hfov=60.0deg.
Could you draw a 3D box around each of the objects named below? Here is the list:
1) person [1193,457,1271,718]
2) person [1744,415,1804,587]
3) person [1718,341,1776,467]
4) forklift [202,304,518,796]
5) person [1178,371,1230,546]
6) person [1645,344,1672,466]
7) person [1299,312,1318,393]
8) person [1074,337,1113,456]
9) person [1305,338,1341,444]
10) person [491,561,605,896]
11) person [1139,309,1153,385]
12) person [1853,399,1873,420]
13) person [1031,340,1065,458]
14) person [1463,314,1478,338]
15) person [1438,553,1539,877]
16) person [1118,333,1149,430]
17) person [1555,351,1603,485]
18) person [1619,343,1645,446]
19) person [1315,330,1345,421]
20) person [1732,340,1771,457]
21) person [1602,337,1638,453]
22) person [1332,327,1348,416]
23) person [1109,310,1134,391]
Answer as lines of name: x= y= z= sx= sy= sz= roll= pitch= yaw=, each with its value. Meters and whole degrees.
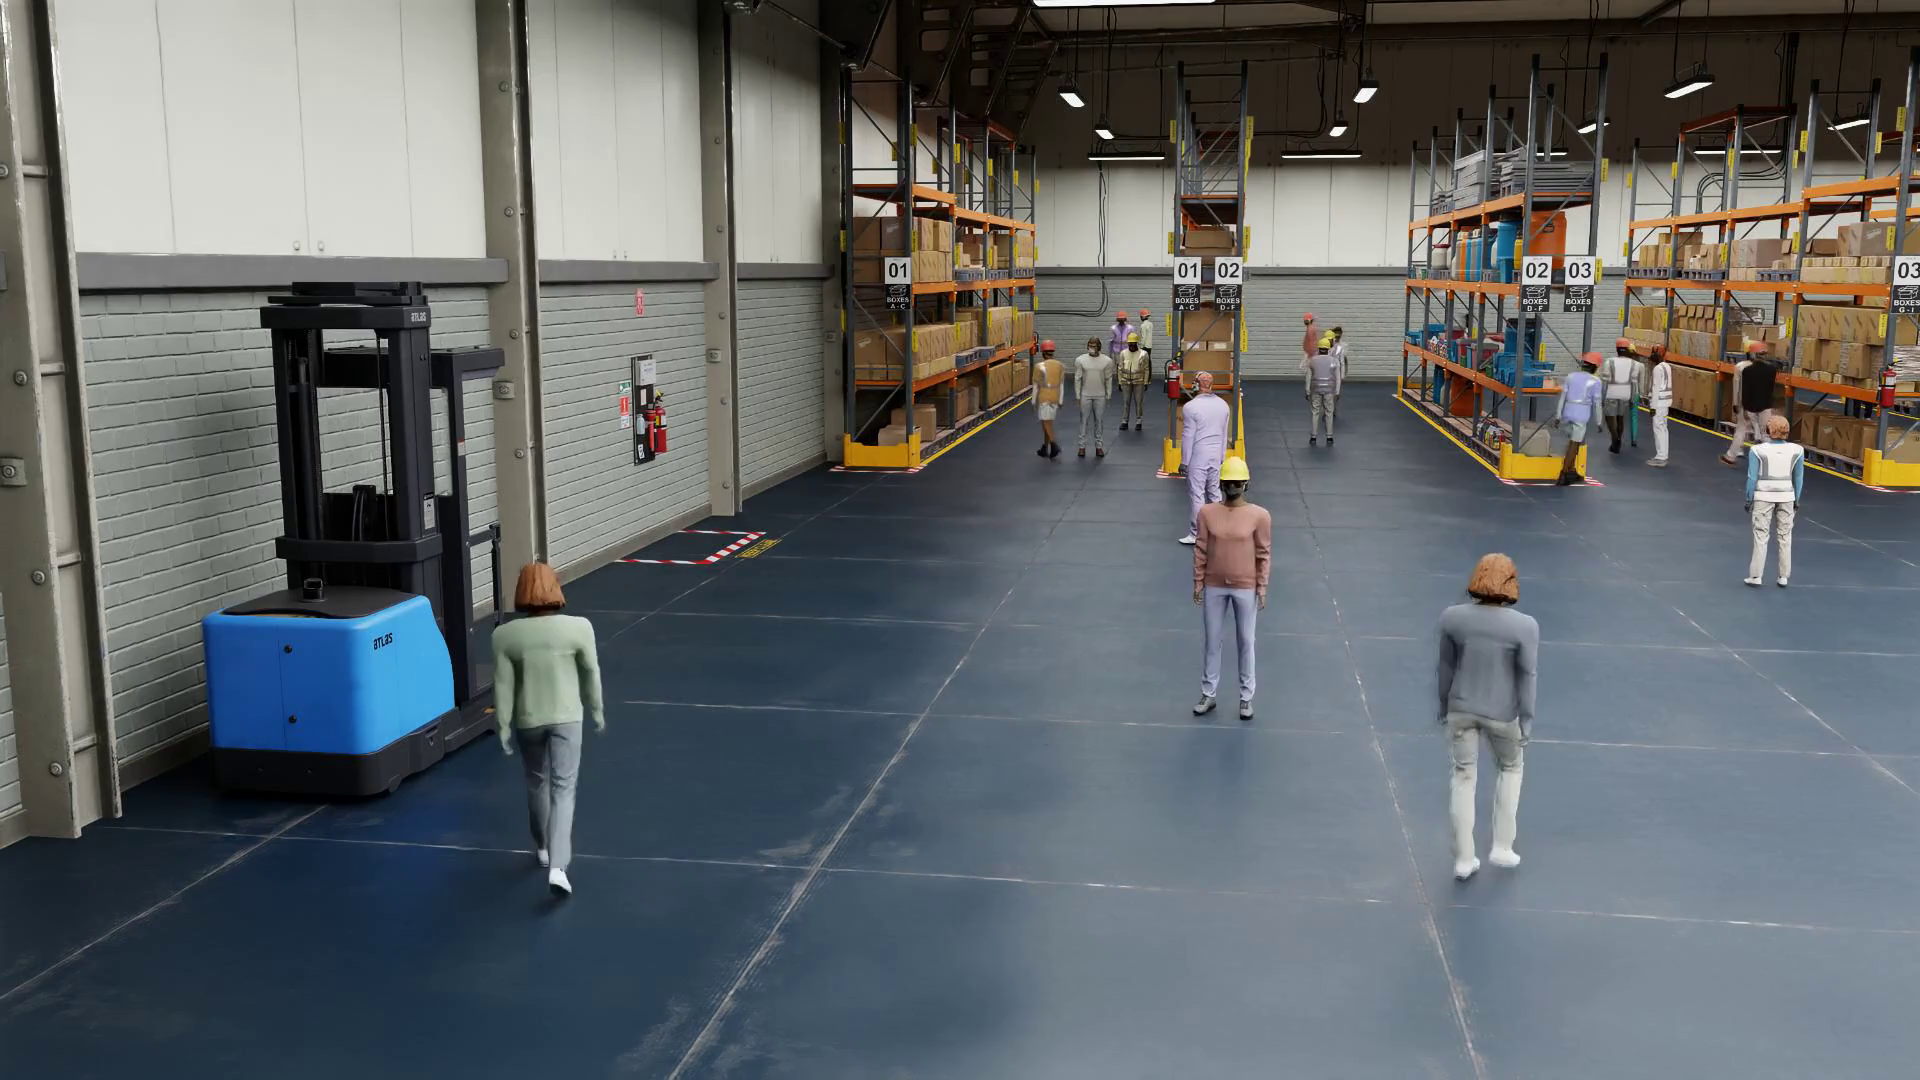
person: x=1.833 y=0.321 z=11.264 sx=0.532 sy=1.775 sz=0.341 roll=4 pitch=10 yaw=21
person: x=7.757 y=-0.366 z=15.861 sx=0.512 sy=1.639 sz=0.307 roll=1 pitch=9 yaw=7
person: x=12.014 y=-2.026 z=25.177 sx=0.619 sy=1.938 sz=1.034 roll=-2 pitch=9 yaw=-10
forklift: x=-3.673 y=-0.038 z=10.147 sx=1.129 sy=2.768 sz=1.873 roll=1 pitch=9 yaw=9
person: x=2.656 y=-0.901 z=18.333 sx=0.642 sy=1.909 sz=0.399 roll=-6 pitch=11 yaw=-34
person: x=10.869 y=-2.099 z=25.854 sx=0.362 sy=1.874 sz=0.591 roll=6 pitch=11 yaw=33
person: x=8.610 y=-4.632 z=41.102 sx=0.437 sy=1.978 sz=0.657 roll=2 pitch=10 yaw=14
person: x=2.175 y=-2.340 z=27.121 sx=0.629 sy=1.937 sz=0.379 roll=0 pitch=9 yaw=2
person: x=6.342 y=-2.607 z=29.081 sx=0.600 sy=1.831 sz=0.404 roll=2 pitch=9 yaw=11
person: x=-2.027 y=0.903 z=8.158 sx=0.505 sy=1.596 sz=0.831 roll=-1 pitch=9 yaw=-4
person: x=4.909 y=-5.131 z=44.147 sx=0.379 sy=1.996 sz=0.611 roll=5 pitch=10 yaw=27
person: x=18.054 y=-3.323 z=33.246 sx=0.590 sy=1.916 sz=0.393 roll=0 pitch=9 yaw=-2
person: x=1.441 y=-2.276 z=26.838 sx=0.559 sy=1.909 sz=0.862 roll=-4 pitch=10 yaw=-26
person: x=13.294 y=-5.025 z=43.786 sx=0.615 sy=1.914 sz=0.940 roll=0 pitch=9 yaw=-1
person: x=2.630 y=0.864 z=8.321 sx=0.513 sy=1.614 sz=0.507 roll=6 pitch=11 yaw=31
person: x=3.278 y=-3.006 z=31.548 sx=0.600 sy=1.829 sz=0.404 roll=4 pitch=10 yaw=21
person: x=8.737 y=-1.713 z=23.427 sx=0.758 sy=1.874 sz=0.574 roll=-7 pitch=11 yaw=-36
person: x=11.485 y=-2.499 z=28.631 sx=0.533 sy=1.765 sz=0.330 roll=1 pitch=9 yaw=6
person: x=7.398 y=-3.299 z=33.401 sx=0.620 sy=1.813 sz=0.493 roll=4 pitch=10 yaw=22
person: x=12.738 y=-2.267 z=26.766 sx=0.602 sy=1.907 sz=0.706 roll=2 pitch=9 yaw=10
person: x=10.874 y=-2.380 z=27.434 sx=0.572 sy=1.920 sz=0.626 roll=1 pitch=9 yaw=4
person: x=7.804 y=-3.505 z=34.556 sx=0.551 sy=1.850 sz=0.515 roll=-1 pitch=9 yaw=-5
person: x=4.022 y=-4.721 z=41.535 sx=0.626 sy=2.015 sz=0.685 roll=1 pitch=9 yaw=7
